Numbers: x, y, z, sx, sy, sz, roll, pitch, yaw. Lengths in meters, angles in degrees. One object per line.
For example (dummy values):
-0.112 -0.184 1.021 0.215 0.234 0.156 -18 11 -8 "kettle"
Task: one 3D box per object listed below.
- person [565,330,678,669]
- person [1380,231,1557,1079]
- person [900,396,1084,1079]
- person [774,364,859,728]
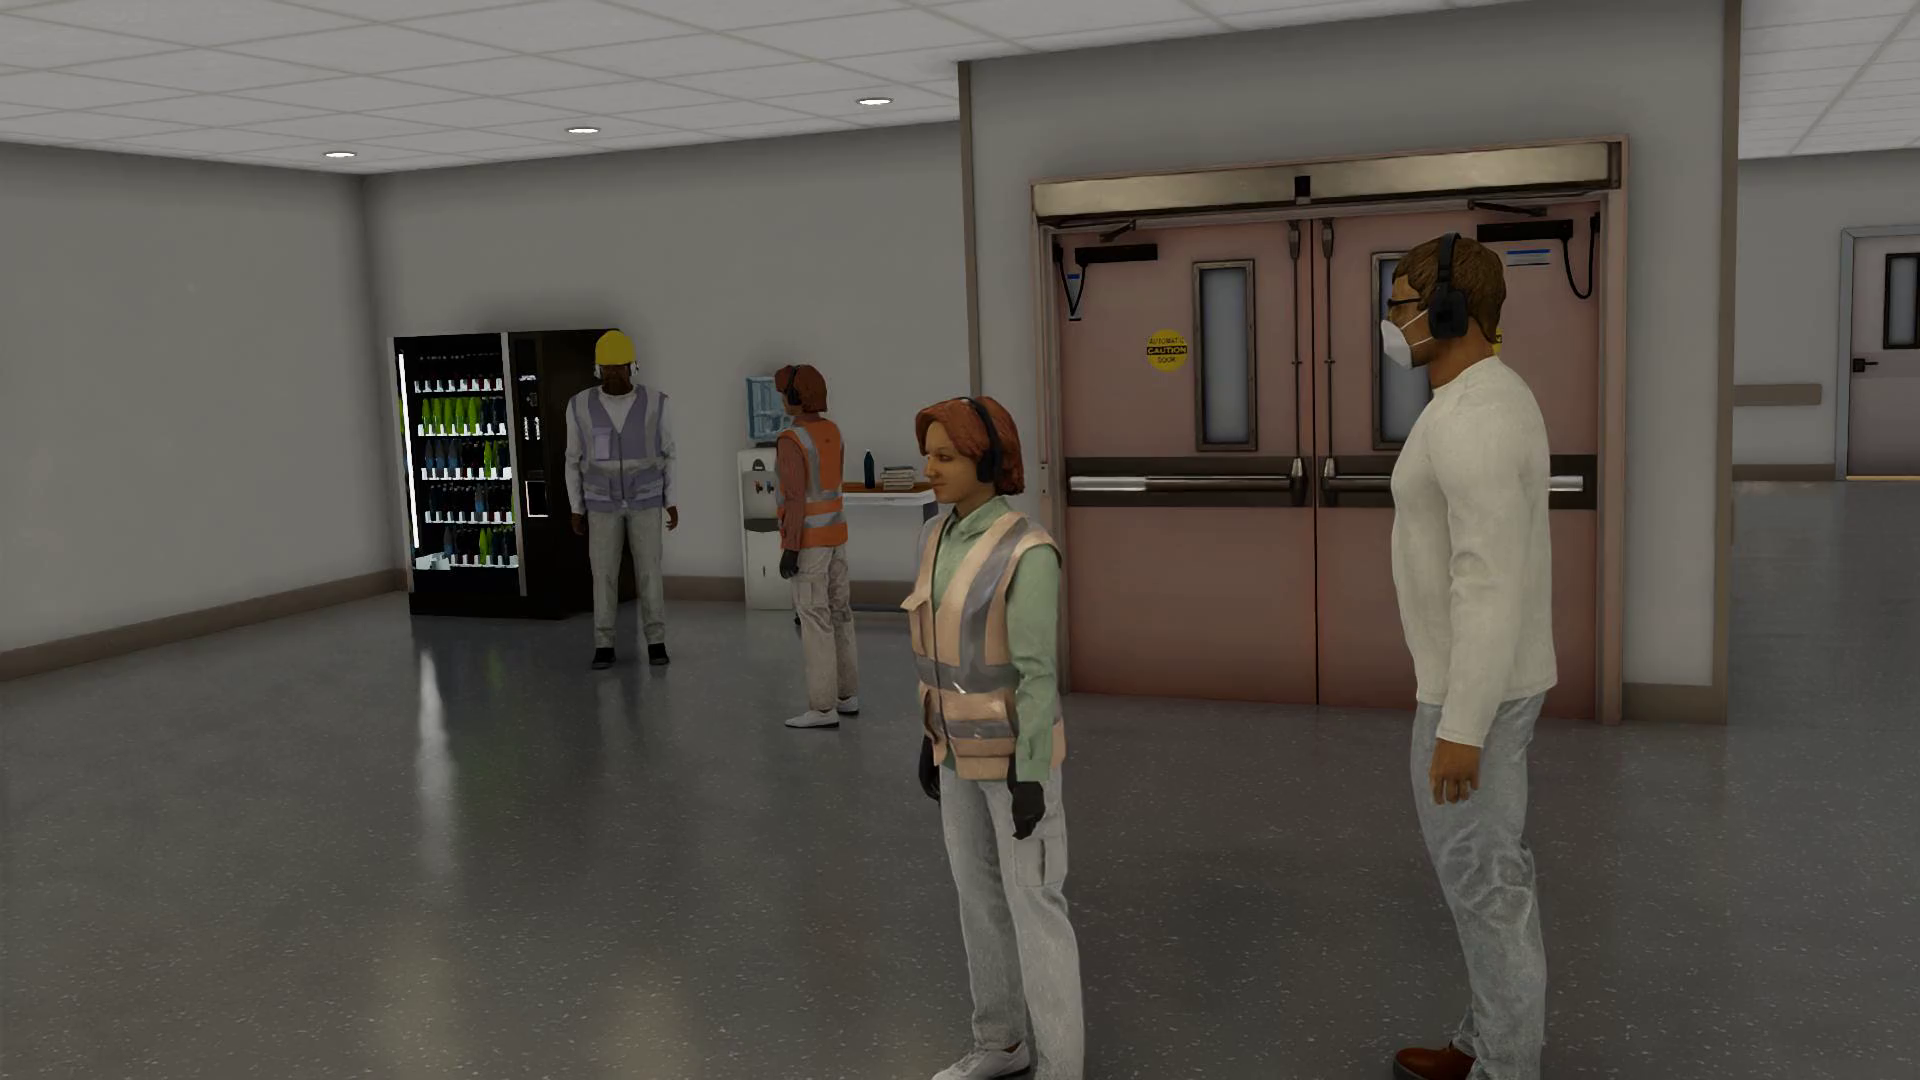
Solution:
-1.822 -0.215 9.007 0.600 1.827 0.404 -4 8 -10 "person"
1.073 0.328 3.511 0.354 1.937 0.635 0 8 18 "person"
0.066 0.495 3.711 0.314 1.632 0.517 -7 9 -31 "person"
-0.659 0.027 7.507 0.310 1.638 0.523 1 8 22 "person"
